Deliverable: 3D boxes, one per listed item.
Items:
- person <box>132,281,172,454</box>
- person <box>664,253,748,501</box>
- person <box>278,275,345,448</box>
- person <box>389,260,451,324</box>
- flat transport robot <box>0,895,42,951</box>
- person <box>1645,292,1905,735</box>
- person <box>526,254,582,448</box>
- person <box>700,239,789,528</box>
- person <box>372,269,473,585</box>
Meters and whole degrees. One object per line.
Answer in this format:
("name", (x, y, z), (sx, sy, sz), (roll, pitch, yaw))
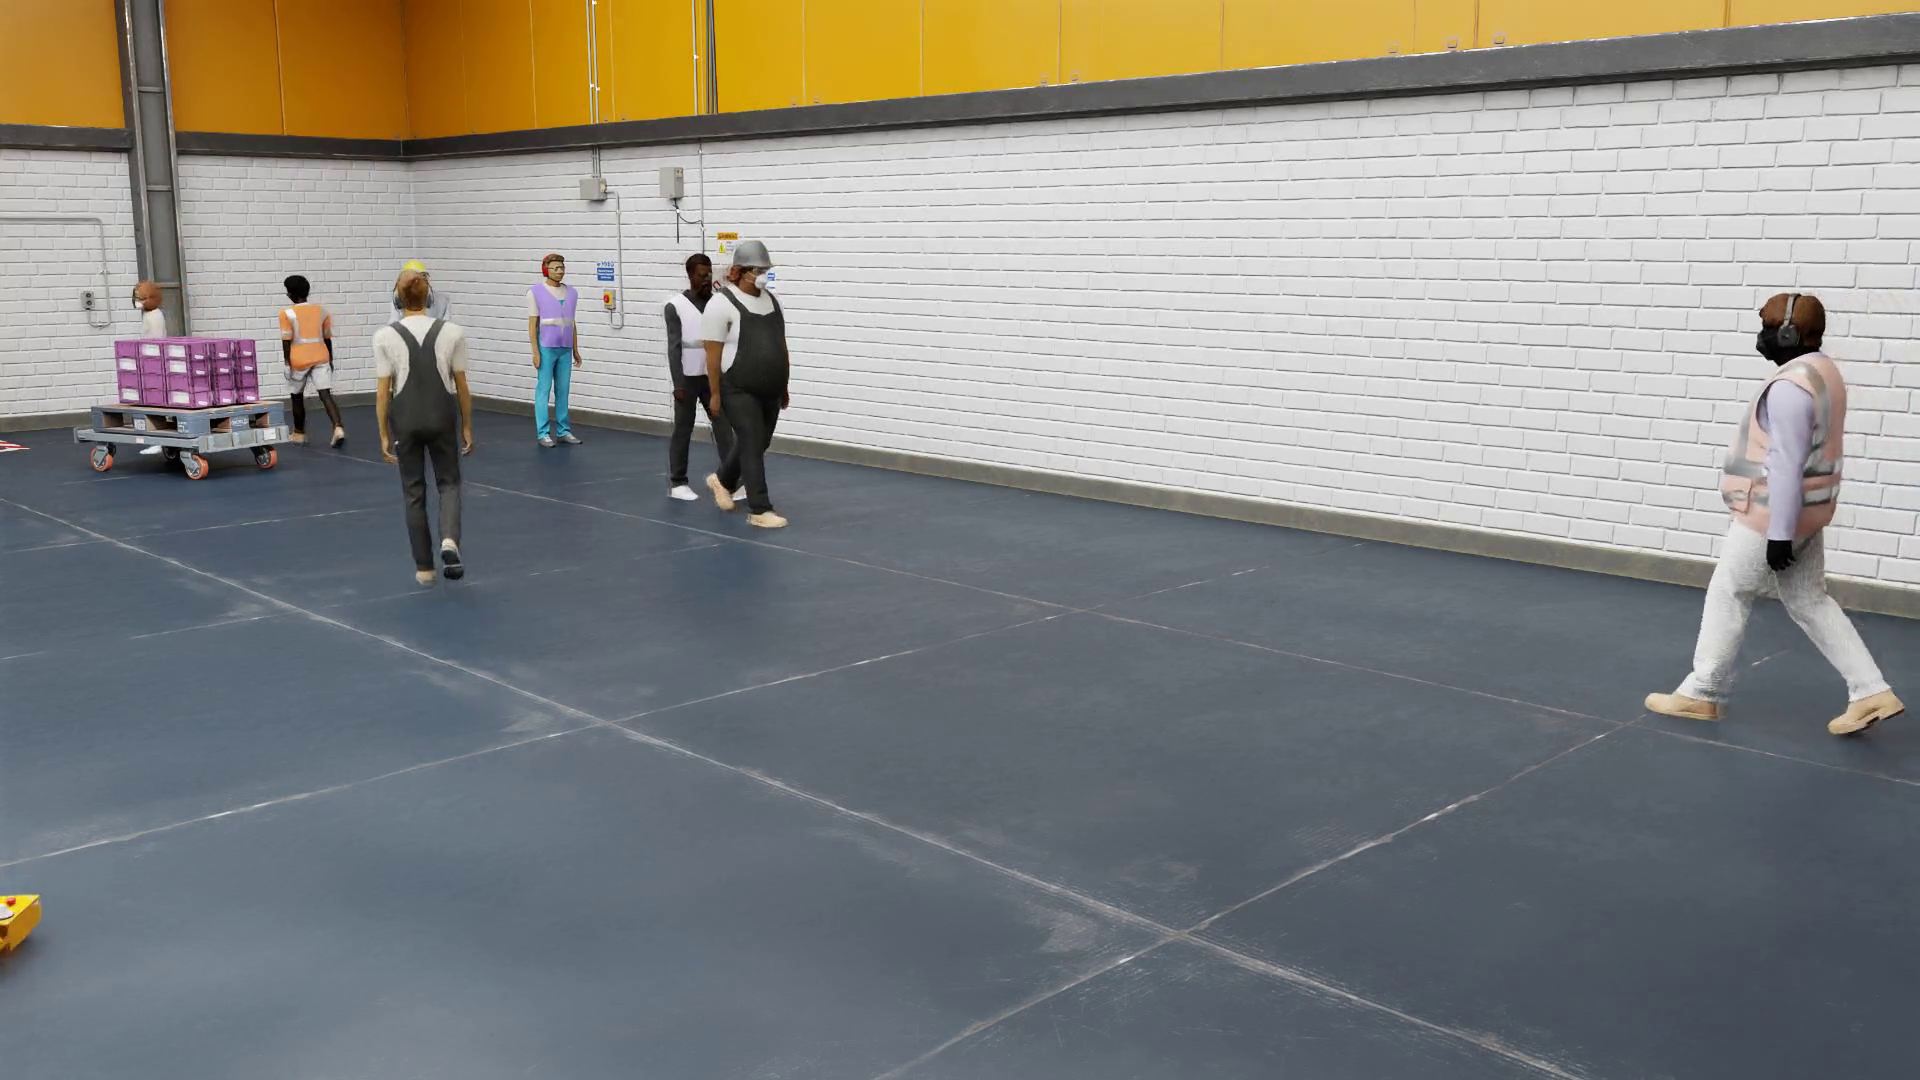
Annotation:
("person", (-7.388, -1.592, 15.377), (0.423, 1.608, 0.524), (-5, 12, -26))
("person", (-1.898, -1.205, 12.559), (0.937, 1.877, 0.614), (9, 14, 41))
("person", (-6.200, -1.703, 15.887), (0.870, 1.662, 0.552), (9, 14, 41))
("person", (-5.339, -1.872, 16.513), (0.596, 1.805, 0.897), (-7, 13, -35))
("flat transport robot", (-2.918, 1.150, 4.102), (0.652, 0.197, 1.431), (-1, 10, -6))
("person", (3.386, -0.100, 6.748), (0.932, 1.806, 0.637), (9, 13, 39))
("person", (-3.909, -1.826, 16.028), (0.396, 1.847, 0.564), (8, 13, 38))
("person", (-1.539, -1.138, 11.750), (0.919, 2.000, 0.689), (8, 13, 39))
("person", (-3.060, -0.627, 9.521), (0.529, 1.835, 0.509), (-4, 11, -23))
